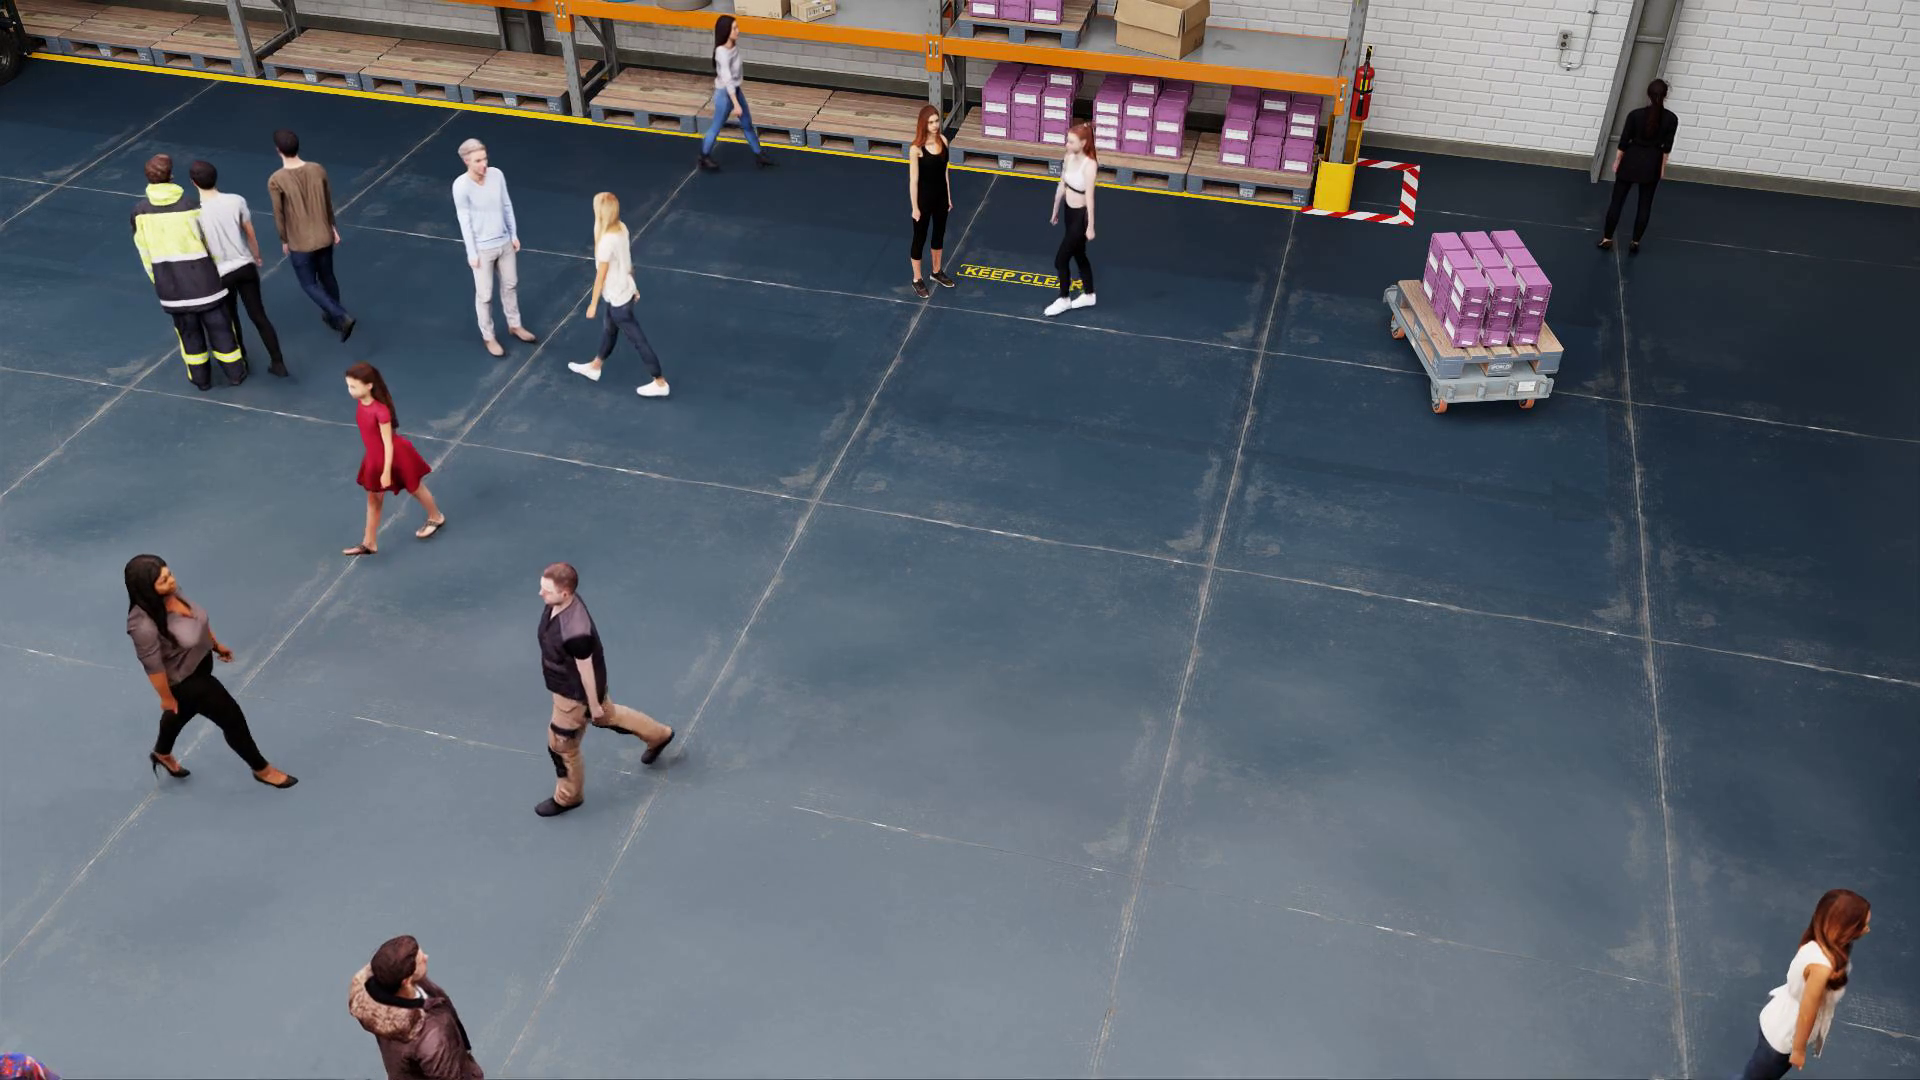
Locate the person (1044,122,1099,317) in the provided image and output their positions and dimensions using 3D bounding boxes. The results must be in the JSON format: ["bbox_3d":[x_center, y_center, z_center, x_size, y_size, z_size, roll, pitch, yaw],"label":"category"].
[{"bbox_3d":[1.090,-2.759,14.269,0.910,1.728,0.838,-15,41,-18],"label":"person"}]

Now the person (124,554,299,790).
[{"bbox_3d":[-4.618,0.813,9.741,1.211,1.797,0.927,-3,39,-4],"label":"person"}]

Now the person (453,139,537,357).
[{"bbox_3d":[-3.895,-2.440,13.739,0.721,1.890,0.731,29,47,31],"label":"person"}]

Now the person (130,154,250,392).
[{"bbox_3d":[-6.170,-2.117,13.264,0.812,1.979,0.937,-11,40,-14],"label":"person"}]

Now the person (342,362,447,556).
[{"bbox_3d":[-3.967,-0.616,11.756,1.023,1.515,0.895,27,46,30],"label":"person"}]

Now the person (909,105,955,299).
[{"bbox_3d":[-0.262,-2.984,14.552,0.652,1.726,0.683,-27,46,-29],"label":"person"}]

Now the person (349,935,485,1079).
[{"bbox_3d":[-2.471,2.497,7.599,0.973,1.839,0.886,-28,46,-31],"label":"person"}]

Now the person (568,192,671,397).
[{"bbox_3d":[-2.584,-1.885,13.142,1.134,1.769,0.747,2,39,3],"label":"person"}]

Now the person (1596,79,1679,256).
[{"bbox_3d":[6.164,-3.362,15.082,0.485,1.657,0.675,15,41,18],"label":"person"}]

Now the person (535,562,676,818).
[{"bbox_3d":[-2.137,0.815,9.734,1.251,1.803,1.083,-12,40,-15],"label":"person"}]

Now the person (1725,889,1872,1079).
[{"bbox_3d":[3.910,2.270,7.913,0.758,1.802,0.698,24,44,27],"label":"person"}]

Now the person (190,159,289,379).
[{"bbox_3d":[-5.819,-2.125,13.397,1.125,1.825,1.243,-27,46,-30],"label":"person"}]

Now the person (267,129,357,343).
[{"bbox_3d":[-5.358,-2.477,13.807,1.090,1.864,0.917,29,47,31],"label":"person"}]

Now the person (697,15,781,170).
[{"bbox_3d":[-2.362,-4.358,16.385,1.076,1.586,0.684,6,39,7],"label":"person"}]
